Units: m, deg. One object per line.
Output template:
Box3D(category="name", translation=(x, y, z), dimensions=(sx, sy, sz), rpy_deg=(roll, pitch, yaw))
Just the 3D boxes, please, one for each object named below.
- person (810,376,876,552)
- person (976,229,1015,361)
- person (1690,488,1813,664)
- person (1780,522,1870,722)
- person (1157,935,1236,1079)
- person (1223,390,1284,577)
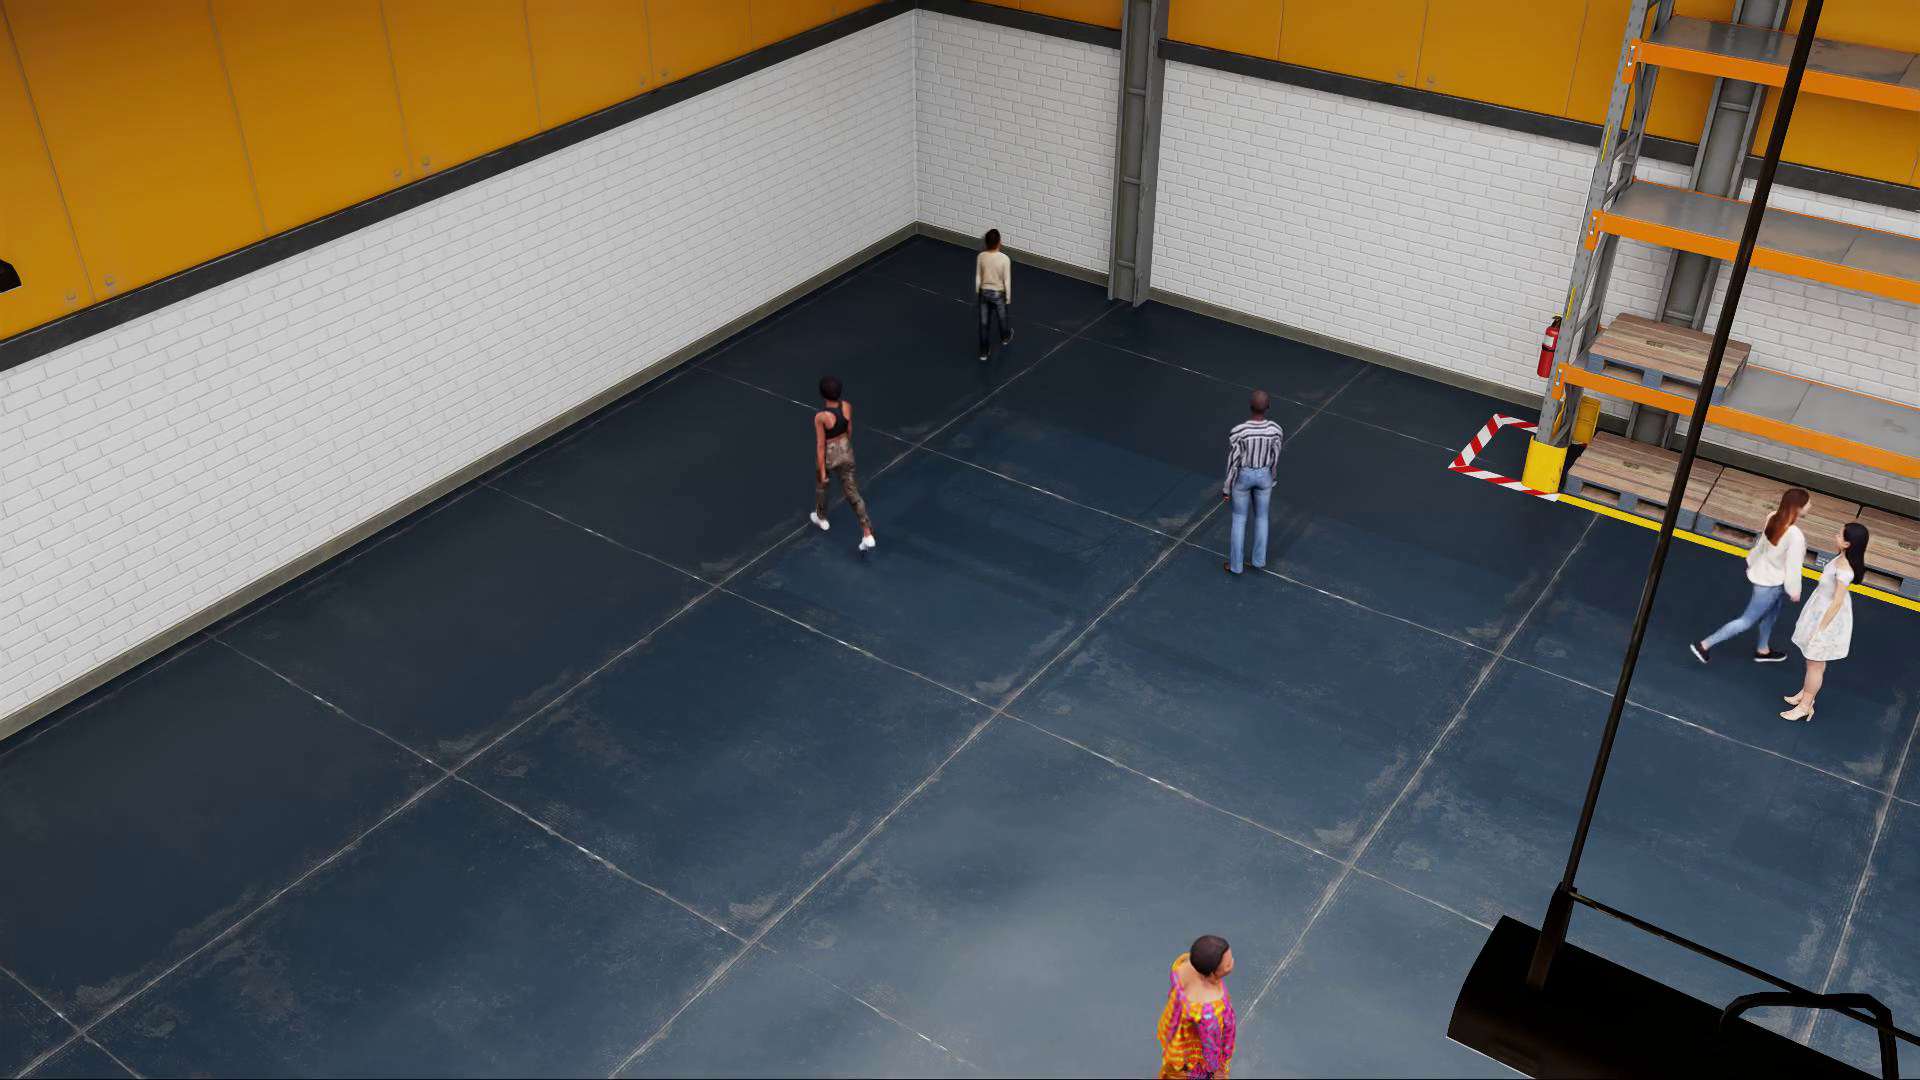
Box3D(category="person", translation=(-1.039, -0.662, 14.775), dimensions=(0.851, 1.659, 1.226), rpy_deg=(-21, 39, -29))
Box3D(category="person", translation=(0.329, -2.614, 17.906), dimensions=(0.885, 1.444, 0.822), rpy_deg=(8, 34, 12))
Box3D(category="person", translation=(6.366, 0.345, 13.257), dimensions=(1.155, 1.662, 0.970), rpy_deg=(2, 34, 3))
Box3D(category="person", translation=(6.619, 0.629, 12.730), dimensions=(0.628, 1.773, 0.645), rpy_deg=(19, 38, 27))
Box3D(category="person", translation=(1.266, 2.862, 9.485), dimensions=(0.999, 1.646, 0.930), rpy_deg=(-4, 34, -6))
Box3D(category="person", translation=(2.518, -0.482, 14.382), dimensions=(0.705, 1.794, 0.763), rpy_deg=(-6, 34, -10))
